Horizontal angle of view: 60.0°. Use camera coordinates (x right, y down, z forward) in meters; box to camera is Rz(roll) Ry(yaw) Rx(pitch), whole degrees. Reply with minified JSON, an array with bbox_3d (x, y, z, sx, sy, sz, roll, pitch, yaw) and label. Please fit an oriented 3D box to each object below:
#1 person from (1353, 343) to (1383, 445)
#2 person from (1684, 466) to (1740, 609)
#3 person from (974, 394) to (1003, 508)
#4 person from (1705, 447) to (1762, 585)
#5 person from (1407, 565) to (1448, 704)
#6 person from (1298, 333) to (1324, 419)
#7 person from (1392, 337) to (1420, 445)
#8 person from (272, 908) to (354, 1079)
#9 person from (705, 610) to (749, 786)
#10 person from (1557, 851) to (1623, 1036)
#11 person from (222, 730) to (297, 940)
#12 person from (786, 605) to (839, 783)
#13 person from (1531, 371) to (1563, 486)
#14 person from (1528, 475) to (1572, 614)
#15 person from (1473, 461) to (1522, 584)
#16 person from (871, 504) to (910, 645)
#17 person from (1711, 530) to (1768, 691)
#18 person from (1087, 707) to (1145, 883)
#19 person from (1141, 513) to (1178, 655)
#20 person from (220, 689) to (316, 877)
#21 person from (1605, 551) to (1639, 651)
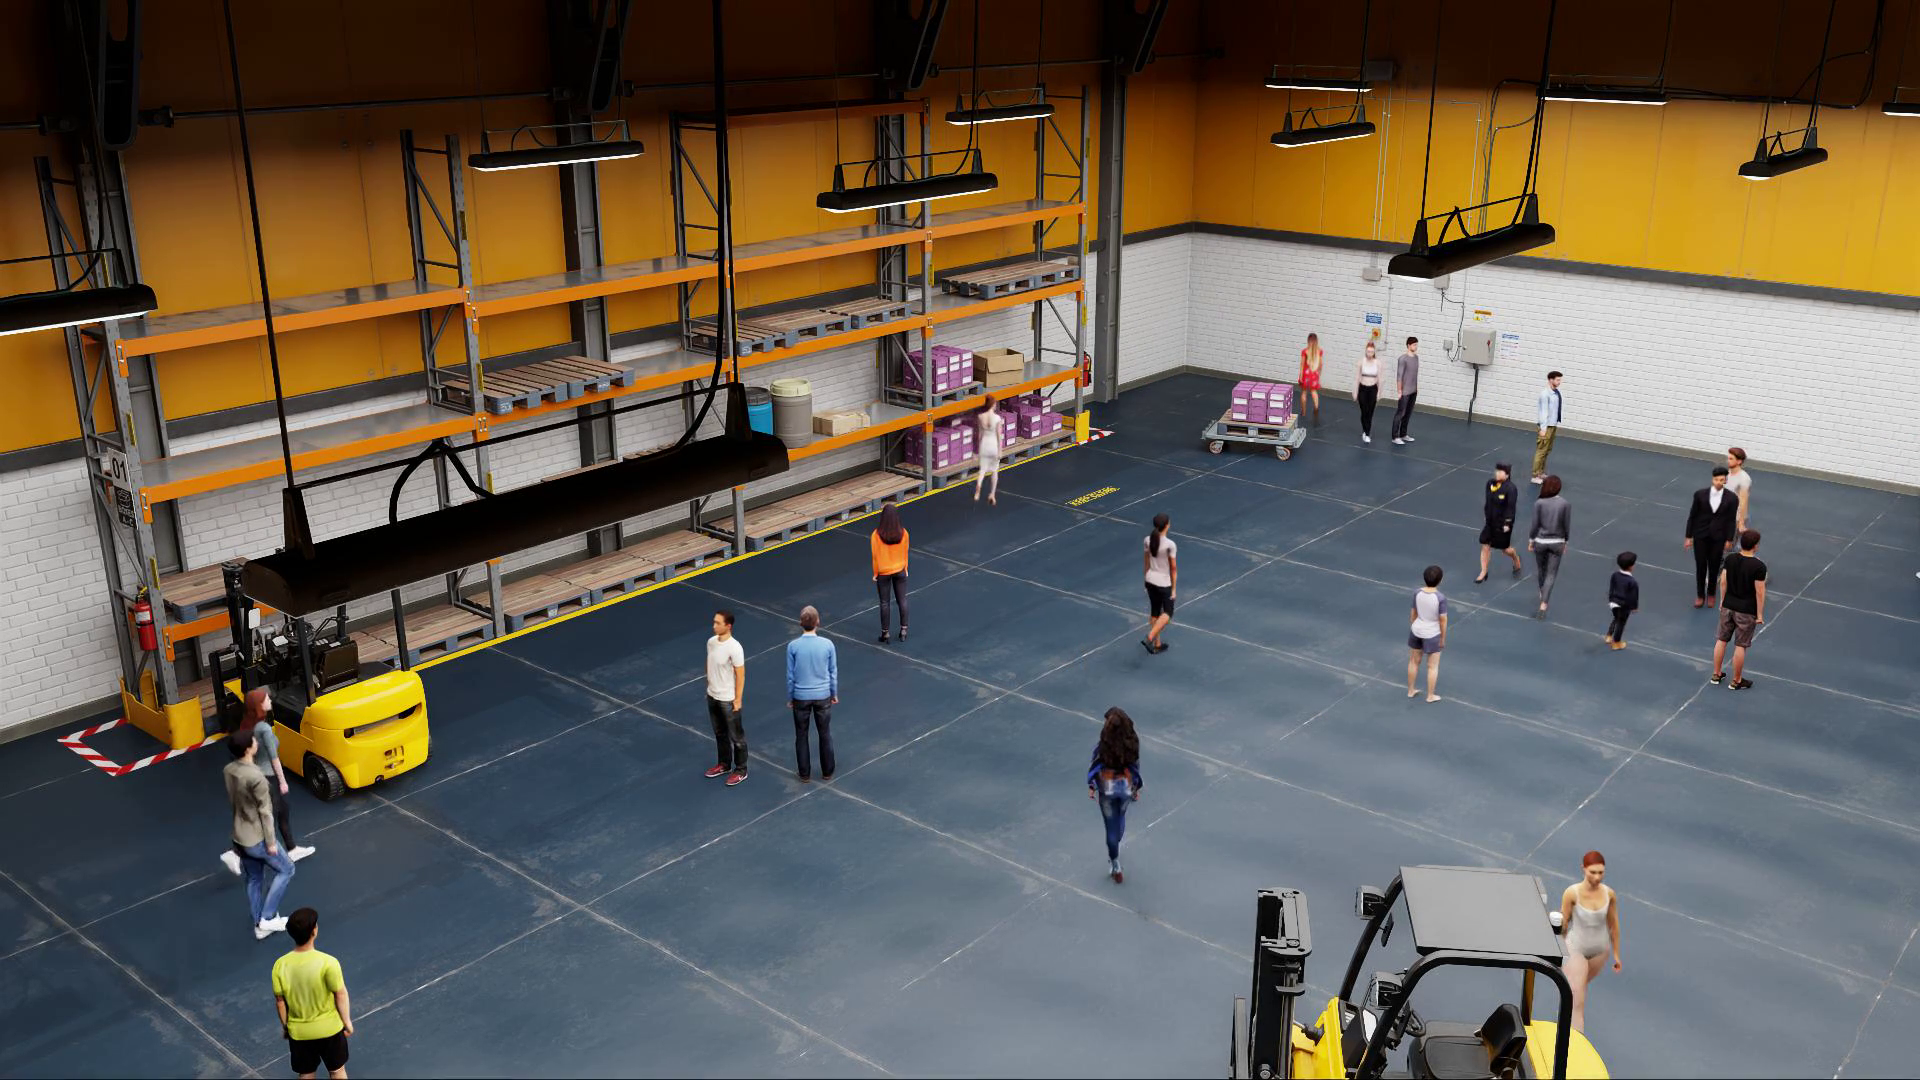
[{"bbox_3d":[7.046,-2.551,28.774,0.894,1.714,1.109,5,19,14],"label":"person"},{"bbox_3d":[9.545,-0.062,21.140,0.737,1.869,0.633,11,22,30],"label":"person"},{"bbox_3d":[0.393,-1.301,24.967,0.721,1.775,0.945,8,20,24],"label":"person"},{"bbox_3d":[10.199,-0.300,21.840,1.120,1.873,1.019,-3,19,-10],"label":"person"},{"bbox_3d":[5.172,1.019,18.408,0.565,1.565,0.523,16,24,40],"label":"person"},{"bbox_3d":[6.374,-2.945,30.164,0.923,1.574,1.005,-1,19,-2],"label":"person"},{"bbox_3d":[7.717,-2.601,28.709,0.505,1.851,0.766,-16,24,-39],"label":"person"},{"bbox_3d":[-4.419,3.304,11.399,0.691,1.708,0.750,-1,19,-4],"label":"person"},{"bbox_3d":[-2.317,1.534,16.504,0.628,1.805,0.512,15,24,37],"label":"person"},{"bbox_3d":[4.624,3.031,12.380,1.002,1.599,1.078,-1,19,-3],"label":"person"},{"bbox_3d":[-5.869,2.461,13.669,0.745,1.857,0.661,12,22,32],"label":"person"},{"bbox_3d":[-1.476,1.521,16.521,0.720,1.817,0.801,-3,19,-9],"label":"person"},{"bbox_3d":[9.322,-1.804,26.406,0.723,1.810,0.477,15,24,37],"label":"person"},{"bbox_3d":[7.418,0.089,20.914,0.843,1.727,1.183,8,20,24],"label":"person"},{"bbox_3d":[7.190,-0.232,21.993,1.147,1.646,0.932,-10,21,-28],"label":"person"},{"bbox_3d":[-0.826,0.397,19.966,0.656,1.748,0.766,-7,20,-19],"label":"person"},{"bbox_3d":[8.752,0.764,18.699,0.663,1.862,0.720,-13,23,-35],"label":"person"},{"bbox_3d":[1.397,2.263,14.660,0.852,1.600,0.904,-4,19,-12],"label":"person"},{"bbox_3d":[2.304,0.552,19.524,0.610,1.737,0.814,15,24,38],"label":"person"},{"bbox_3d":[-6.213,2.180,14.720,1.077,1.719,0.653,-17,25,-41],"label":"person"},{"bbox_3d":[7.847,0.733,19.800,0.596,1.218,0.573,-8,20,-22],"label":"person"}]
